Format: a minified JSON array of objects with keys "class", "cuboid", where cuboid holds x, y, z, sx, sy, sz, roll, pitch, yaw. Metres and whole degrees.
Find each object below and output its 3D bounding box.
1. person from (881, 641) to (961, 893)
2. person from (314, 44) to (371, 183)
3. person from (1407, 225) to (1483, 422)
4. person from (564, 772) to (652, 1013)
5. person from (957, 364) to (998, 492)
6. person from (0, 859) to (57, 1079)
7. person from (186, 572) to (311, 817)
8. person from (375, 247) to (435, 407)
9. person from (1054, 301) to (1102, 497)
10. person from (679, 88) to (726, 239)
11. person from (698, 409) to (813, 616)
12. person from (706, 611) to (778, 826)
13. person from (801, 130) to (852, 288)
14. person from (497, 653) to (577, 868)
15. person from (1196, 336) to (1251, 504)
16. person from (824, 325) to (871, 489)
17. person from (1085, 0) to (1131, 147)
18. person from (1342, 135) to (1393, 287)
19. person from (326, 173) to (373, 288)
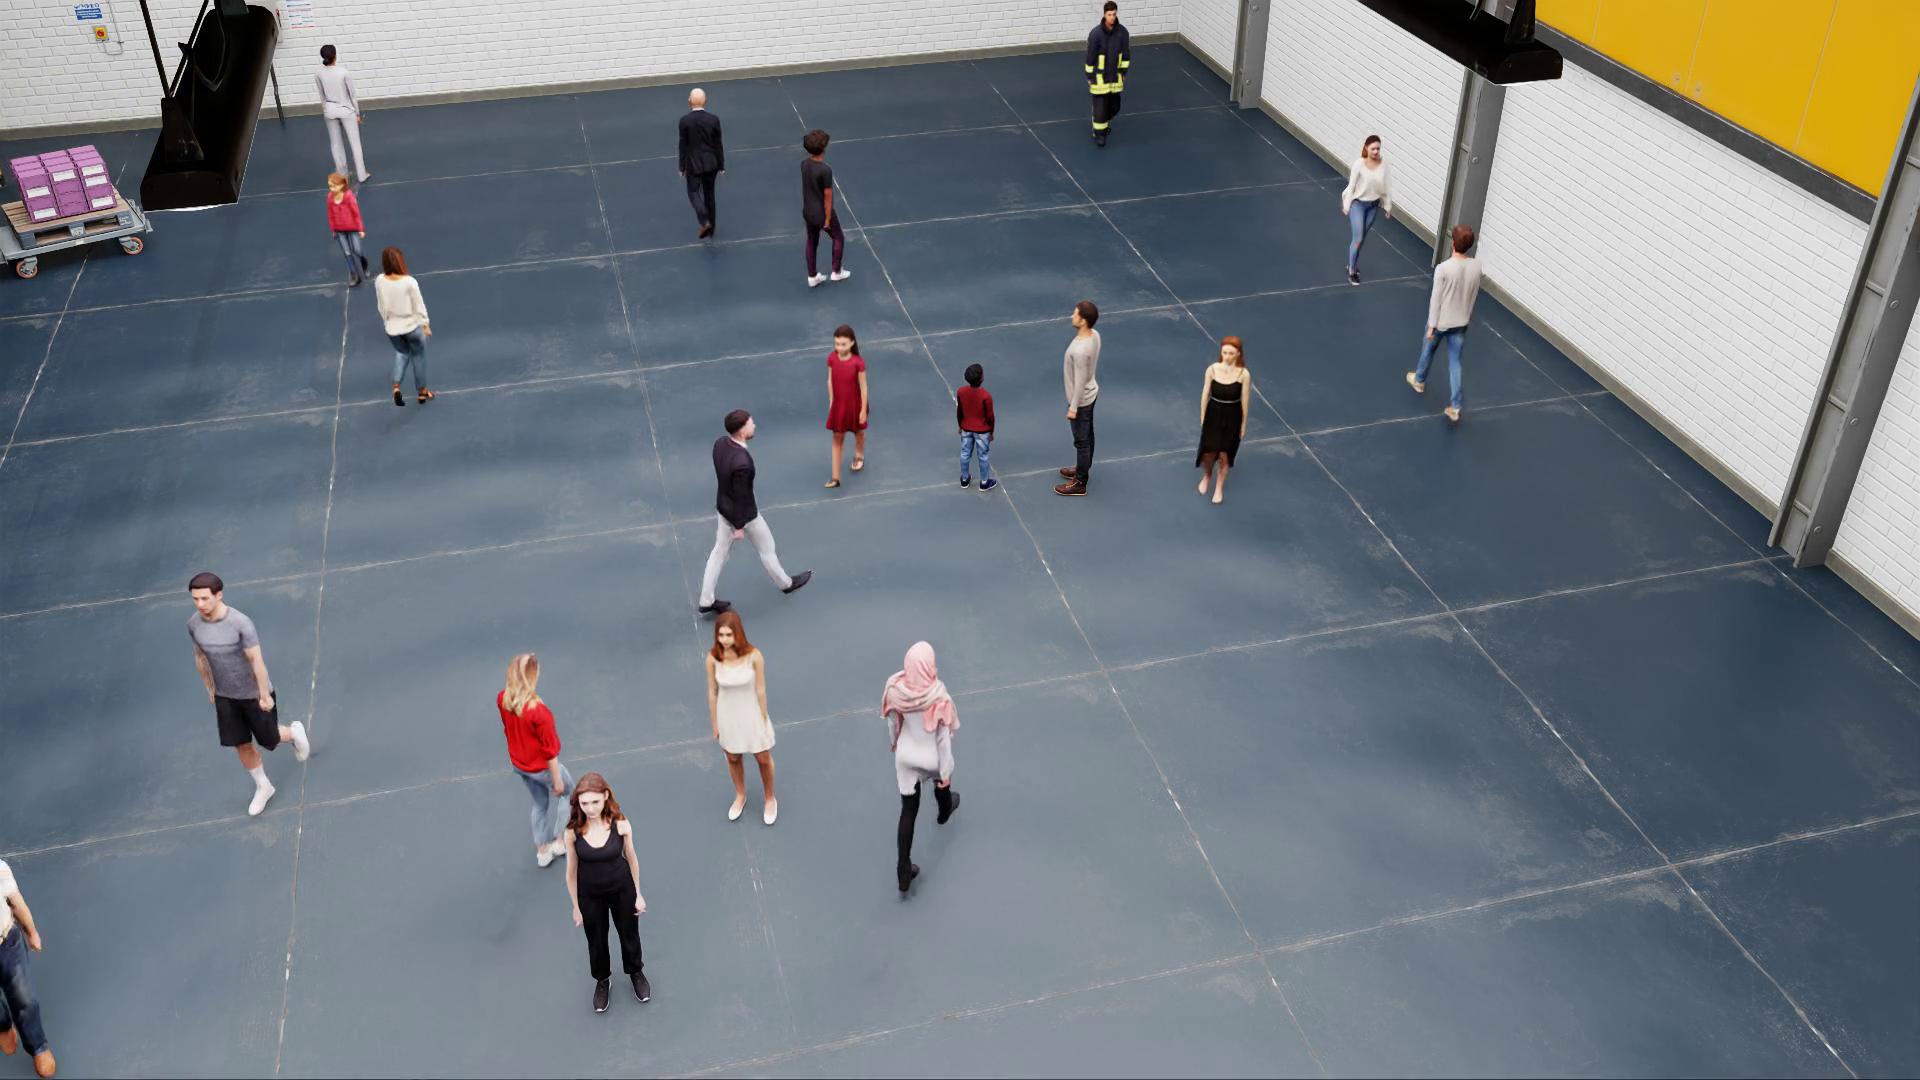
[{"class":"person","cuboid":[-0.278,1.476,10.711,1.112,1.747,1.282,12,35,17]},{"class":"person","cuboid":[-7.862,-5.406,21.076,0.662,1.733,0.616,-2,34,-2]},{"class":"person","cuboid":[4.714,-2.026,15.882,0.767,1.855,1.245,-4,34,-7]},{"class":"person","cuboid":[-2.091,2.058,9.834,0.574,1.748,0.516,-9,35,-14]},{"class":"person","cuboid":[0.140,-1.016,14.903,0.588,1.256,0.633,13,36,19]},{"class":"person","cuboid":[-5.533,2.274,9.425,0.833,1.840,0.891,-24,40,-31]},{"class":"person","cuboid":[-4.852,0.976,11.370,0.908,1.850,1.051,5,34,8]},{"class":"person","cuboid":[-5.376,-2.007,16.021,0.805,1.669,0.901,7,34,10]},{"class":"person","cuboid":[1.082,-1.260,14.717,0.799,1.868,0.679,8,34,11]},{"class":"person","cuboid":[-3.012,-4.354,19.446,0.737,1.786,0.880,-11,35,-16]},{"class":"person","cuboid":[-1.850,-0.171,13.150,0.998,1.789,1.226,-20,39,-28]},{"class":"person","cuboid":[-1.481,1.170,11.204,0.641,1.710,0.636,1,34,2]},{"class":"person","cuboid":[-1.605,-3.633,18.381,0.832,1.765,0.889,20,39,28]},{"class":"person","cuboid":[-2.786,1.497,10.737,0.747,1.683,0.809,19,38,26]},{"class":"person","cuboid":[2.353,-1.097,14.700,0.690,1.617,0.749,7,34,11]},{"class":"person","cuboid":[-0.978,-1.264,15.044,0.873,1.513,1.083,8,34,12]},{"class":"person","cuboid":[1.924,-6.254,22.188,0.786,1.914,0.852,-7,34,-10]},{"class":"person","cuboid":[4.508,-3.762,18.660,0.635,1.670,0.805,-8,34,-12]},{"class":"person","cuboid":[-6.812,-3.488,18.574,0.618,1.310,0.682,2,34,2]}]
